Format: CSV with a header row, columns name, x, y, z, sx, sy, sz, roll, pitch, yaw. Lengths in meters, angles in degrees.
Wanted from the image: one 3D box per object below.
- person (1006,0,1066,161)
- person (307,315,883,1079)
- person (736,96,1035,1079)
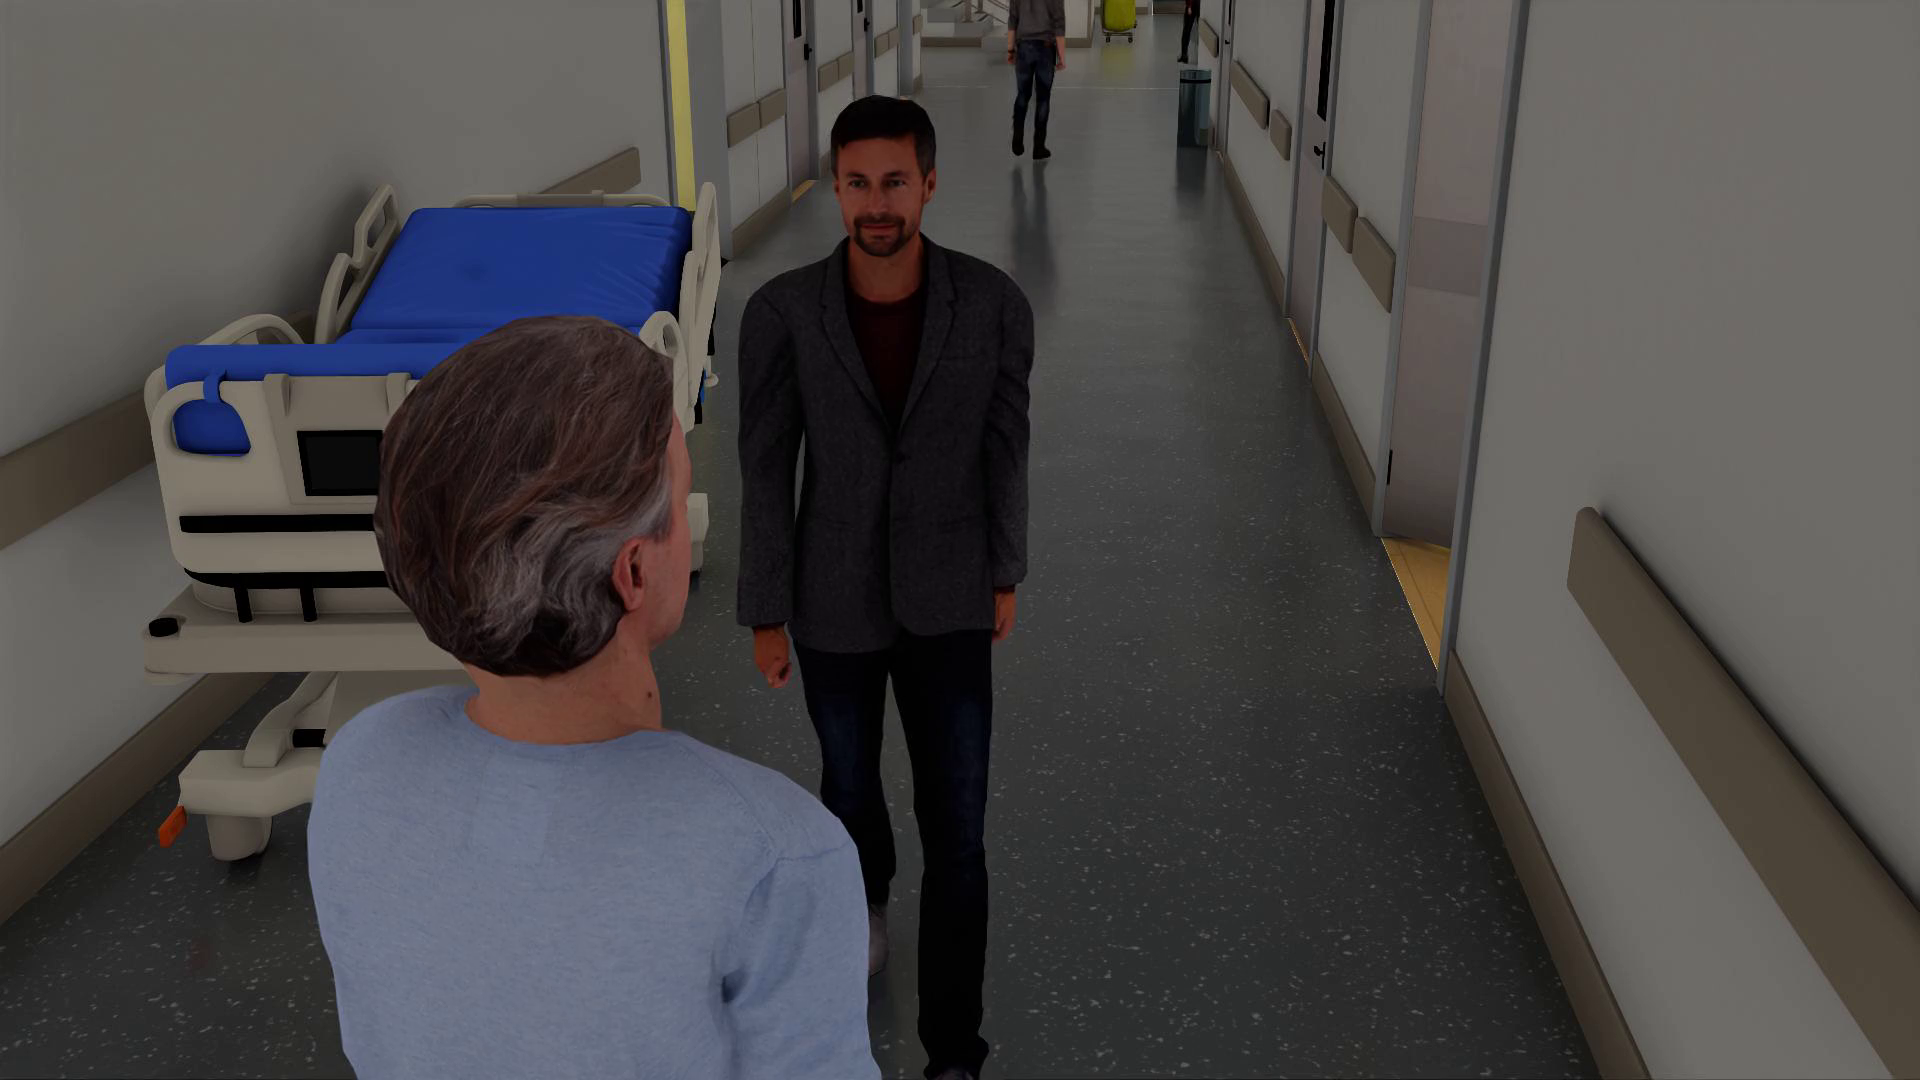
name,x,y,z,sx,sy,sz,roll,pitch,yaw
person,0.647,-4.361,14.900,0.855,1.893,0.881,7,22,19
person,-0.274,0.735,1.445,0.639,1.894,0.786,9,23,23
person,-0.145,0.121,3.187,1.131,1.809,0.821,-1,21,-2
